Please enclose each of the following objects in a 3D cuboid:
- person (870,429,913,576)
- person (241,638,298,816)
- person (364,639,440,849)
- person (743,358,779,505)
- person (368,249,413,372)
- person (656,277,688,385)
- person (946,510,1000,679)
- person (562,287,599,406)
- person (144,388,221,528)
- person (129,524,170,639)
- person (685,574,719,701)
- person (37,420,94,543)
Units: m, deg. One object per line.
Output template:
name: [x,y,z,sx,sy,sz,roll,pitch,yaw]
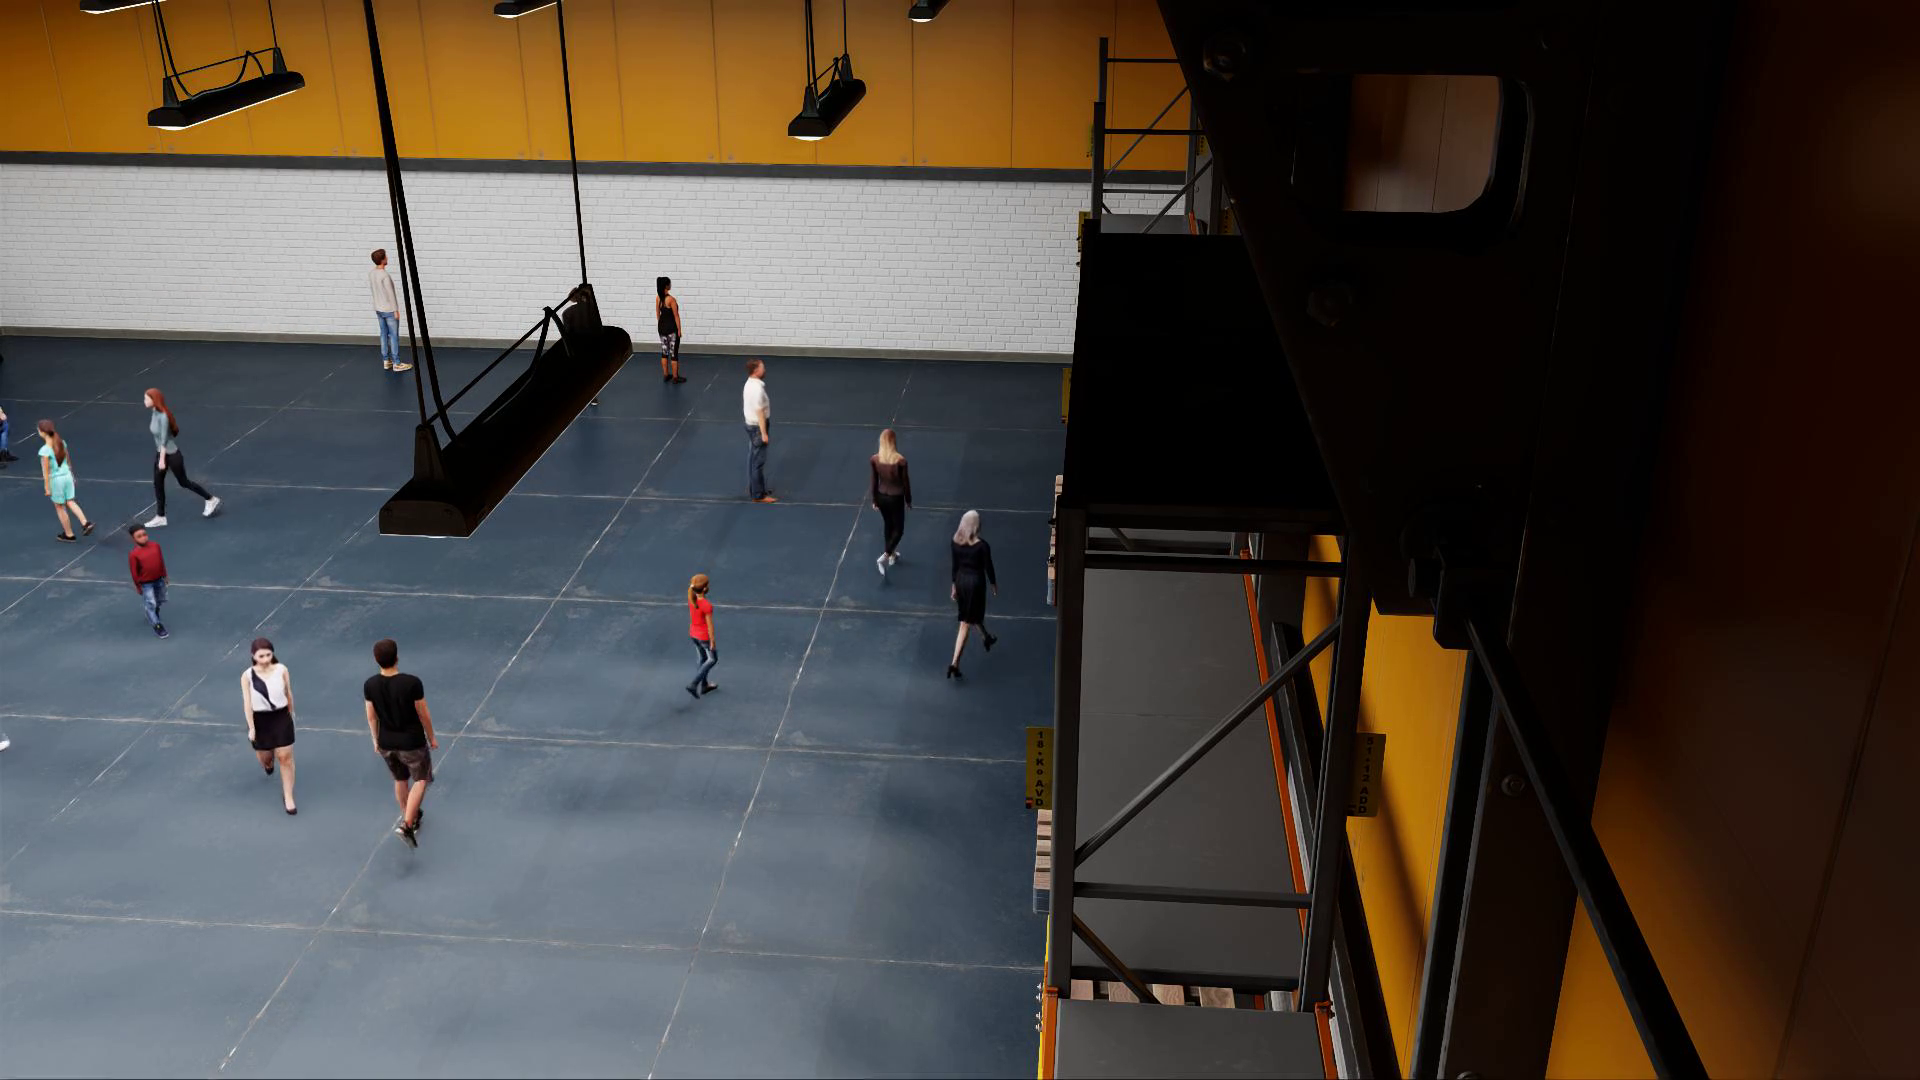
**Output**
person: [-0.799,-0.411,18.840,0.799,1.686,1.063,9,25,19]
person: [-5.967,1.572,14.368,0.864,1.635,0.971,-14,27,-30]
person: [-4.648,1.712,13.783,0.691,1.846,0.956,1,24,2]
person: [-2.569,-1.393,20.875,0.792,1.856,0.638,-6,24,-13]
person: [-8.900,-3.574,25.803,0.762,1.904,0.768,17,29,34]
person: [-4.430,-3.211,25.277,0.653,1.661,0.658,15,28,31]
person: [0.082,0.579,16.569,0.973,1.690,1.276,14,27,29]
person: [-5.519,-2.810,24.187,0.802,1.799,0.702,19,30,36]
person: [-9.500,-0.999,20.158,1.148,1.709,1.054,-21,31,-39]
person: [-8.569,0.397,17.538,0.730,1.248,0.714,15,28,31]
person: [-2.556,0.960,16.186,0.679,1.300,0.767,19,30,36]
person: [-10.580,-0.689,19.643,0.712,1.553,0.734,8,25,17]
